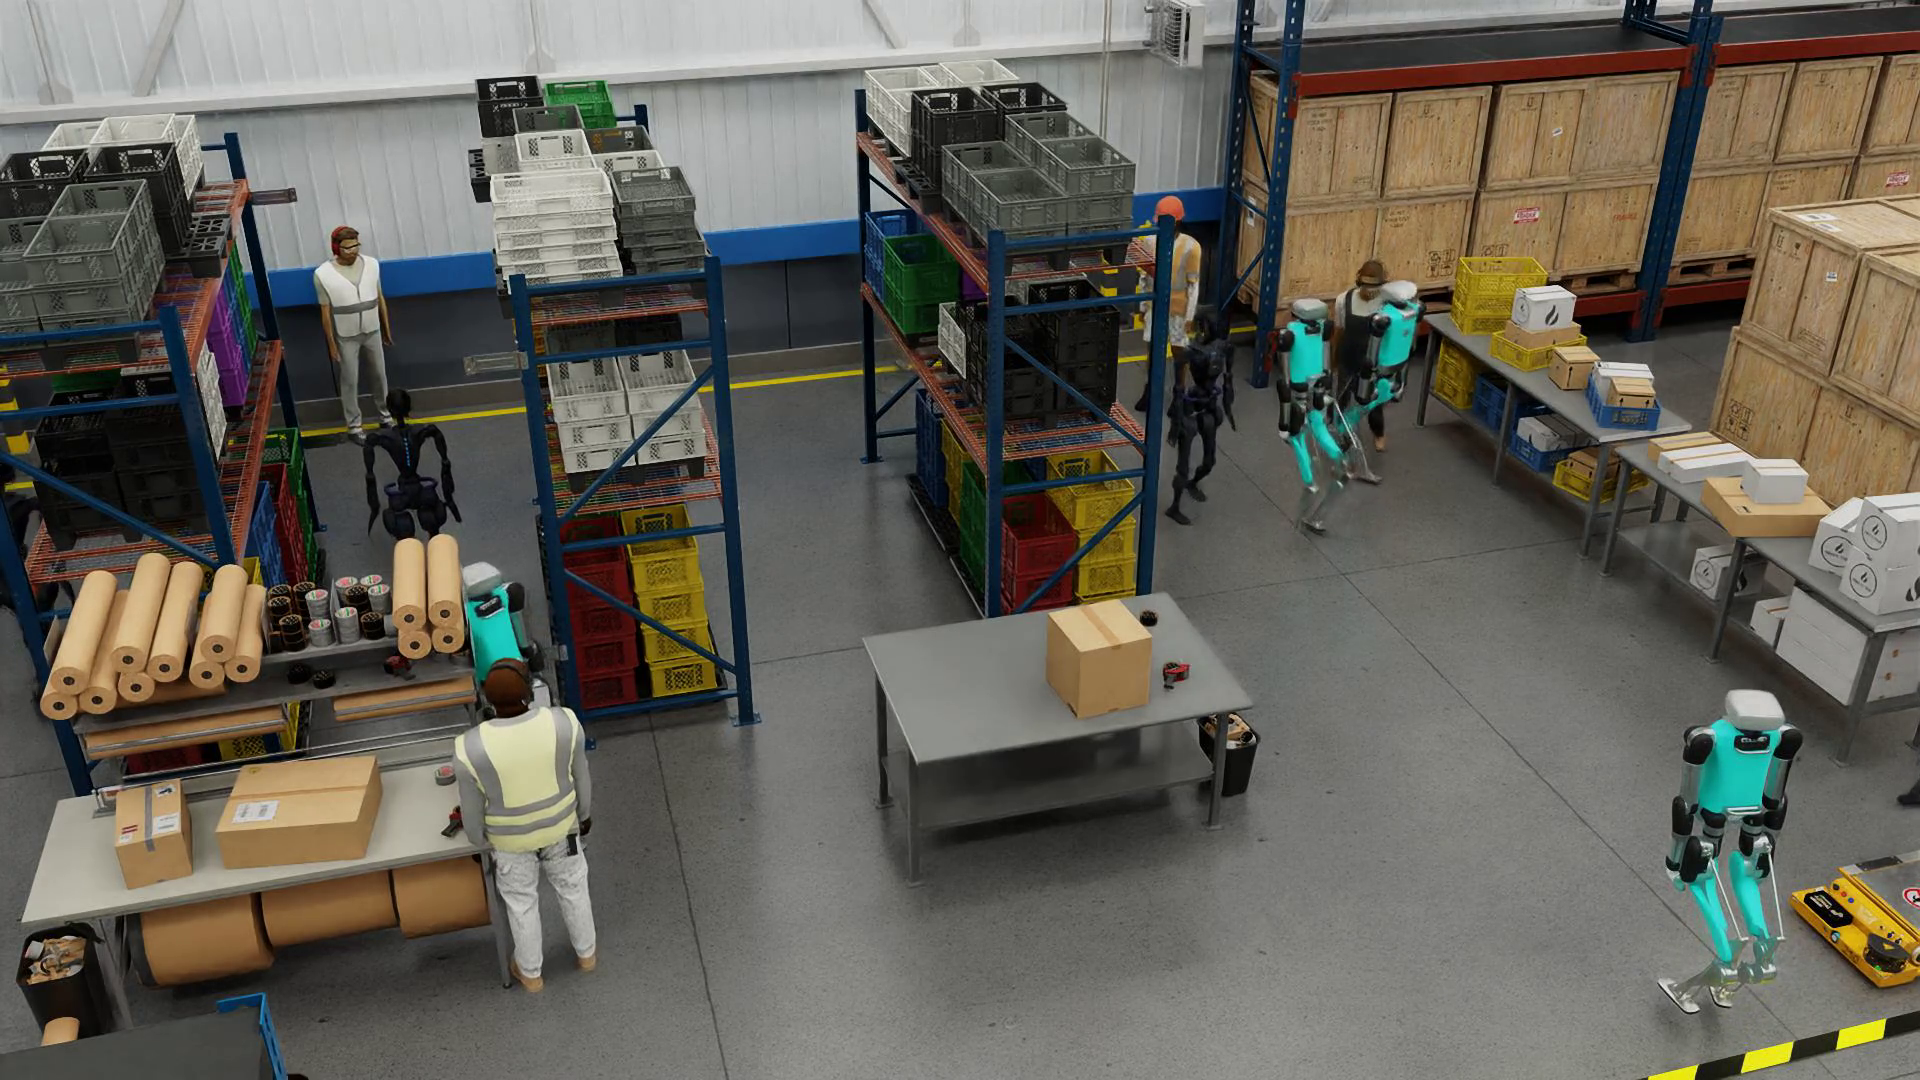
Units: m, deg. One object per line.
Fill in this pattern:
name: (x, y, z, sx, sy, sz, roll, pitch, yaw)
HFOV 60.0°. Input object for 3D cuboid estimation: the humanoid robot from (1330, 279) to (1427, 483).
humanoid robot: (3.122, -1.165, 12.859, 0.557, 1.890, 0.724, -19, 34, -31)

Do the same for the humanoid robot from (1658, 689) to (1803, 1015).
humanoid robot: (3.606, 1.547, 7.682, 0.533, 1.677, 0.735, -2, 29, -4)

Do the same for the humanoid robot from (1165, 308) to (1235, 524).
humanoid robot: (1.785, -0.977, 12.497, 0.589, 1.644, 0.473, -17, 33, -28)

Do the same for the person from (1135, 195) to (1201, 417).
person: (1.734, -1.963, 14.011, 0.549, 1.930, 0.388, 15, 32, 26)

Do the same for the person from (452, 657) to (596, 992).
person: (-2.078, 1.377, 8.026, 0.622, 1.841, 0.431, -14, 32, -24)

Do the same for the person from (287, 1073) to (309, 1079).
person: (-2.233, 2.669, 5.633, 0.618, 1.879, 0.766, 7, 30, 13)

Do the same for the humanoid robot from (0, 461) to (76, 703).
humanoid robot: (-5.853, 0.238, 10.287, 0.601, 1.639, 0.630, -1, 29, -2)

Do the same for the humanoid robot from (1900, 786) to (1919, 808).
humanoid robot: (5.728, 0.800, 9.270, 0.569, 1.647, 0.593, -11, 31, -19)

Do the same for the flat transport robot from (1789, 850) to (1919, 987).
flat transport robot: (5.163, 1.916, 8.676, 1.431, 0.231, 0.659, -8, 30, -14)

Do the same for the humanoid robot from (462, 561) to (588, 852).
humanoid robot: (-2.266, 0.981, 8.849, 0.998, 1.717, 0.538, 18, 34, 30)

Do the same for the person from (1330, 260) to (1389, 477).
person: (3.185, -1.406, 13.119, 0.551, 1.813, 0.650, 13, 31, 22)

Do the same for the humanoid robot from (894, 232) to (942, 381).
humanoid robot: (-0.408, -2.182, 14.686, 0.549, 1.835, 0.879, -26, 38, -38)

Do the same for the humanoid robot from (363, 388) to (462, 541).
humanoid robot: (-3.698, -0.254, 11.177, 0.613, 1.639, 0.574, -14, 32, -24)

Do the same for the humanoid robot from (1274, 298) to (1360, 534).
humanoid robot: (2.657, -0.805, 12.184, 0.557, 1.846, 0.812, -20, 35, -32)

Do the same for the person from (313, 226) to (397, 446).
person: (-4.928, -1.684, 13.601, 0.387, 1.836, 0.564, 25, 37, 37)
